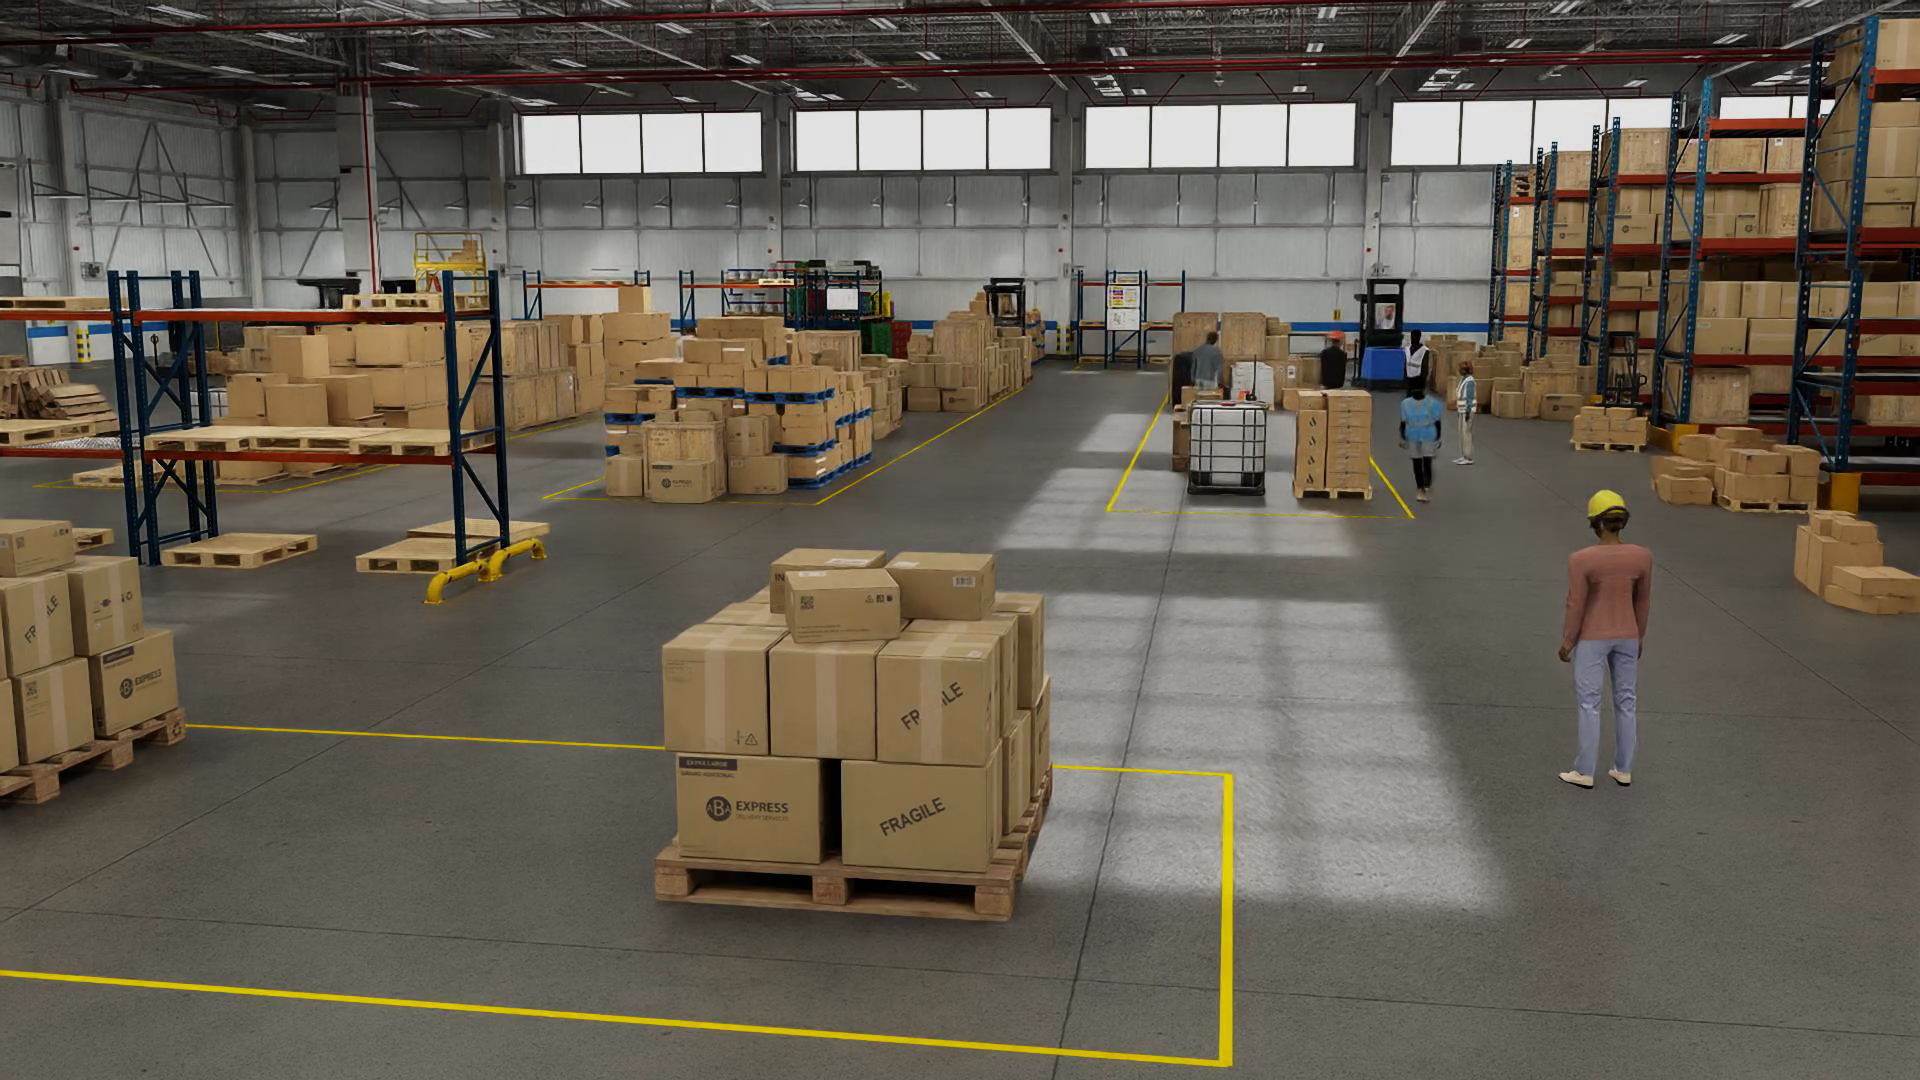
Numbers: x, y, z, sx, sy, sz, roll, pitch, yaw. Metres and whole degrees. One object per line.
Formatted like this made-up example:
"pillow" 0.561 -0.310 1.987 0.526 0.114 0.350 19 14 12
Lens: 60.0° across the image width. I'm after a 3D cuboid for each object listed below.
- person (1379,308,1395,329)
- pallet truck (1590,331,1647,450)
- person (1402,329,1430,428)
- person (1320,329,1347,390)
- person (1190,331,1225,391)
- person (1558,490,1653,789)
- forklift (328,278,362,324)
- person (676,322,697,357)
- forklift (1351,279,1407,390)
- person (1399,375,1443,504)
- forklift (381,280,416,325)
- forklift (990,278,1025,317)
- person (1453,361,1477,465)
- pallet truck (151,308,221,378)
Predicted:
"person" 13.069 -6.137 50.850 0.566 1.879 1.008 5 11 29
"pallet truck" 11.253 -2.573 28.499 0.823 1.965 1.885 5 10 27
"person" 8.762 -3.089 31.959 0.397 1.911 0.587 -5 11 -29
"person" 6.768 -2.863 30.406 0.837 1.968 0.607 -9 13 -43
"person" 4.743 -3.023 31.631 0.843 1.889 0.657 -8 12 -42
"person" 3.773 0.585 9.760 0.523 1.761 0.326 -1 9 -8
"forklift" -15.872 -5.380 43.097 1.129 2.768 1.873 5 11 30
"person" -5.824 -3.724 35.825 0.641 1.927 0.650 4 10 22
"forklift" 10.763 -5.235 42.201 1.129 2.768 1.873 0 9 0
"person" 5.973 -1.307 21.691 0.544 1.671 0.698 6 11 31
"forklift" -11.957 -4.169 35.627 1.873 2.768 1.129 1 9 9
"forklift" 1.322 -5.927 46.470 1.129 2.768 1.873 1 9 9
"person" 7.933 -1.995 26.069 0.313 1.630 0.524 0 9 2
"pallet truck" -21.869 -5.598 47.154 0.823 1.965 1.885 4 10 26
